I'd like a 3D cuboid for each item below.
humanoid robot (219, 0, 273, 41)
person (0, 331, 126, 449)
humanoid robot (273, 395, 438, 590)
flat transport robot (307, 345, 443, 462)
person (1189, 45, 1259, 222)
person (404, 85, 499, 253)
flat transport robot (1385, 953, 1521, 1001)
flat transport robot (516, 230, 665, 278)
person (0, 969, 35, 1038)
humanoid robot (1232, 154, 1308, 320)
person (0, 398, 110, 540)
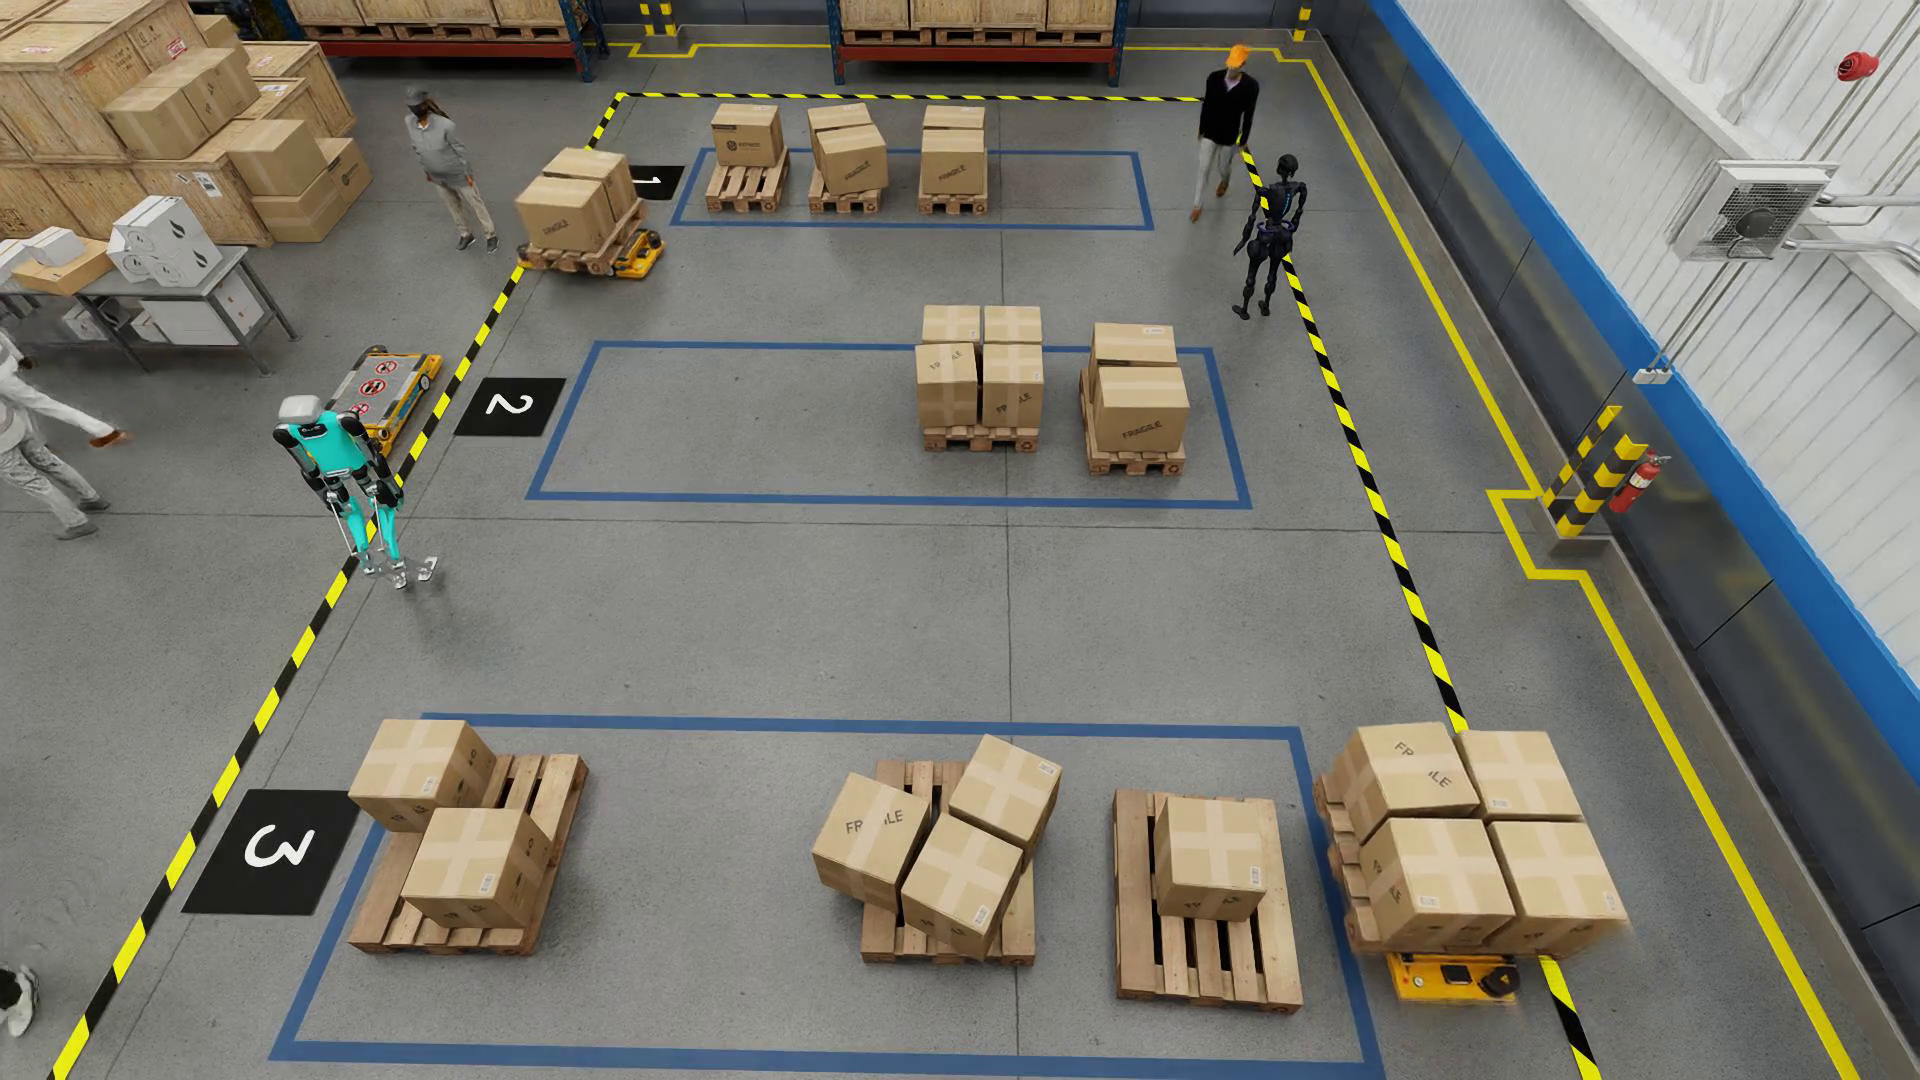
[{"bbox_3d":[-9.173,-6.397,11.850,0.448,1.646,0.584,3,50,3],"label":"humanoid robot"},{"bbox_3d":[-7.941,-1.389,7.520,0.976,1.833,0.581,-16,52,-13],"label":"person"},{"bbox_3d":[-4.268,-0.201,6.487,0.533,1.677,0.735,-12,51,-10],"label":"humanoid robot"},{"bbox_3d":[-5.383,-1.269,8.441,0.659,0.231,1.431,1,50,1],"label":"flat transport robot"},{"bbox_3d":[2.929,-4.538,10.166,0.587,1.863,0.763,24,54,19],"label":"person"},{"bbox_3d":[-5.395,-3.900,9.683,0.560,1.768,0.397,6,50,5],"label":"person"},{"bbox_3d":[2.841,2.029,5.631,0.652,0.197,1.431,1,50,1],"label":"flat transport robot"},{"bbox_3d":[-4.052,-3.196,10.053,1.431,0.197,0.652,7,50,6],"label":"flat transport robot"},{"bbox_3d":[-5.415,2.123,4.545,0.605,1.833,0.503,-1,50,-1],"label":"person"},{"bbox_3d":[3.000,-2.926,8.909,0.599,1.659,0.315,-8,50,-7],"label":"humanoid robot"},{"bbox_3d":[-7.323,-0.775,6.930,0.415,1.939,0.606,-10,51,-9],"label":"person"}]
